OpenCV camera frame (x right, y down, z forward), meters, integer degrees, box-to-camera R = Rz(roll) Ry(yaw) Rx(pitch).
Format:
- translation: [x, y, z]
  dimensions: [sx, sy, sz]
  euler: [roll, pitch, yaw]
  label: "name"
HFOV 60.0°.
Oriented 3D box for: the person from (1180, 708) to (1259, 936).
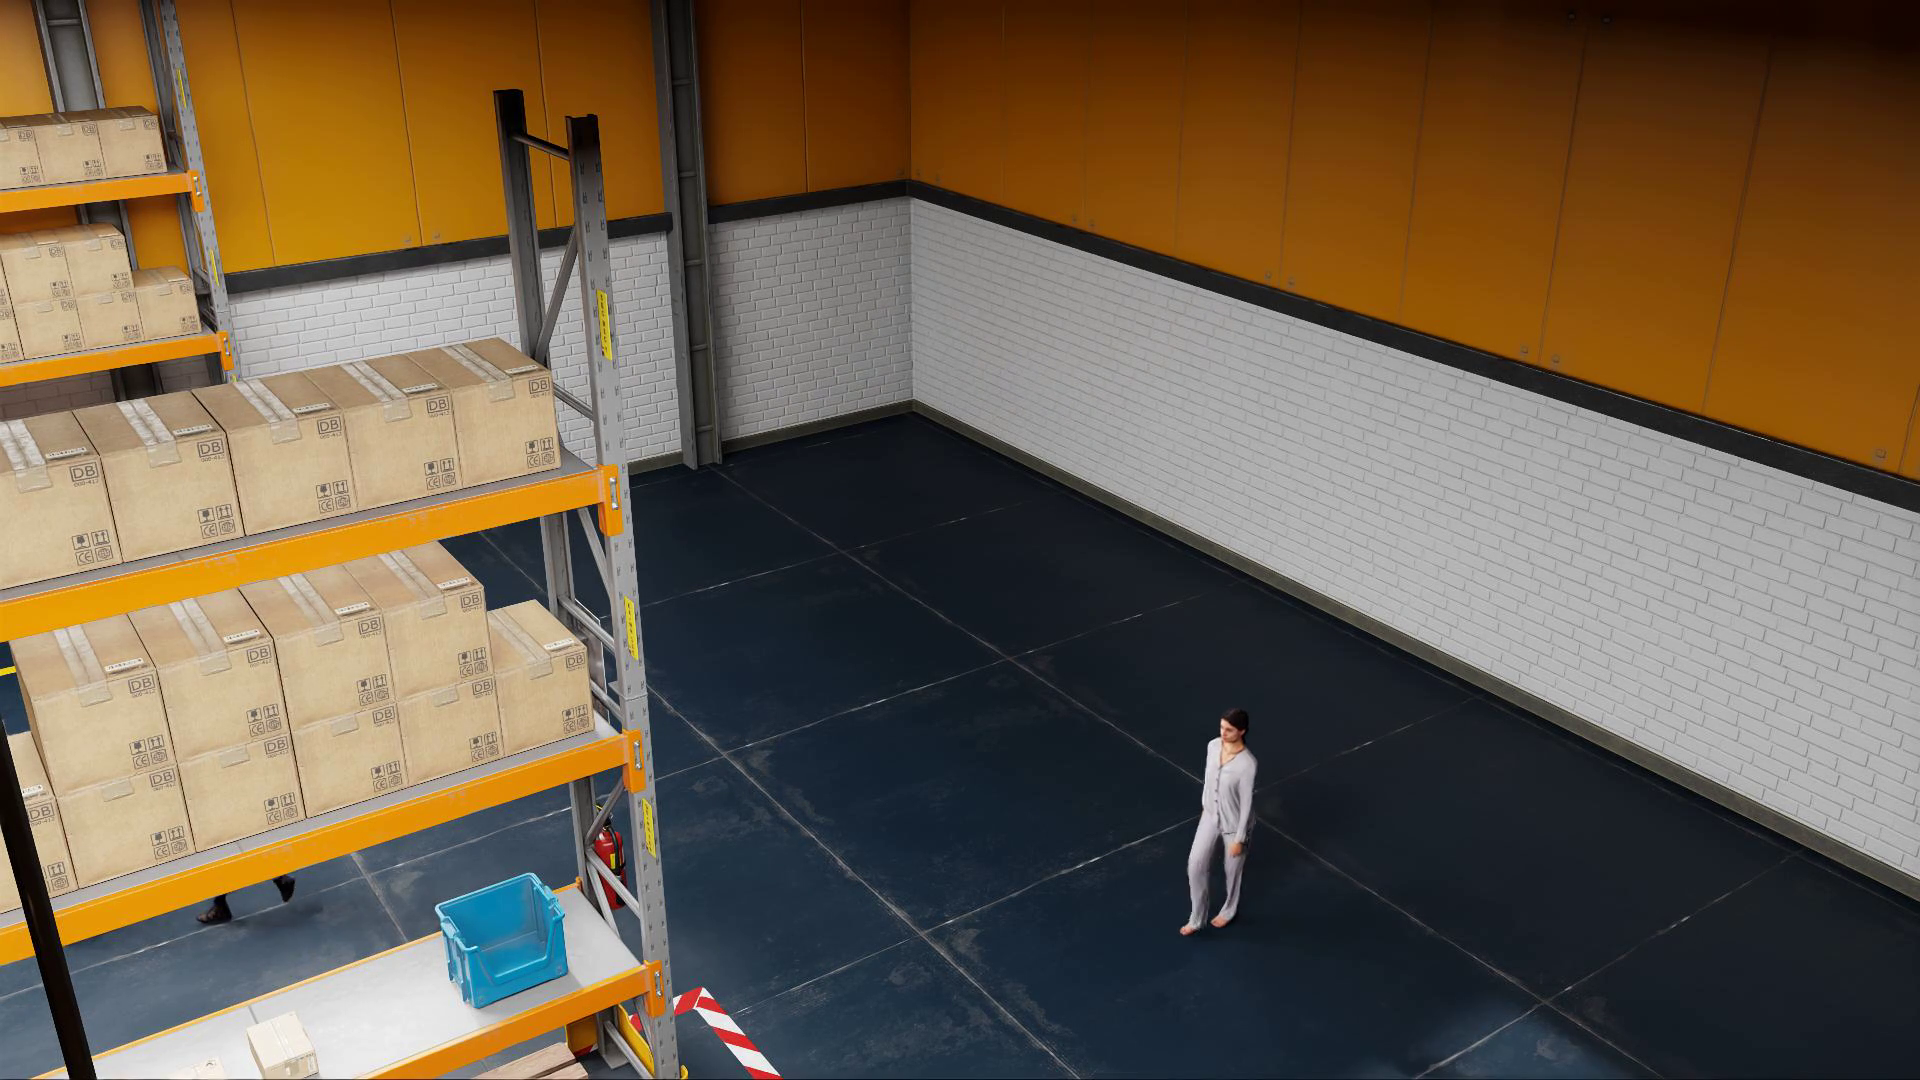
- translation: [1.909, 1.917, 11.535]
  dimensions: [0.801, 1.756, 0.686]
  euler: [-21, 31, -40]
  label: "person"
